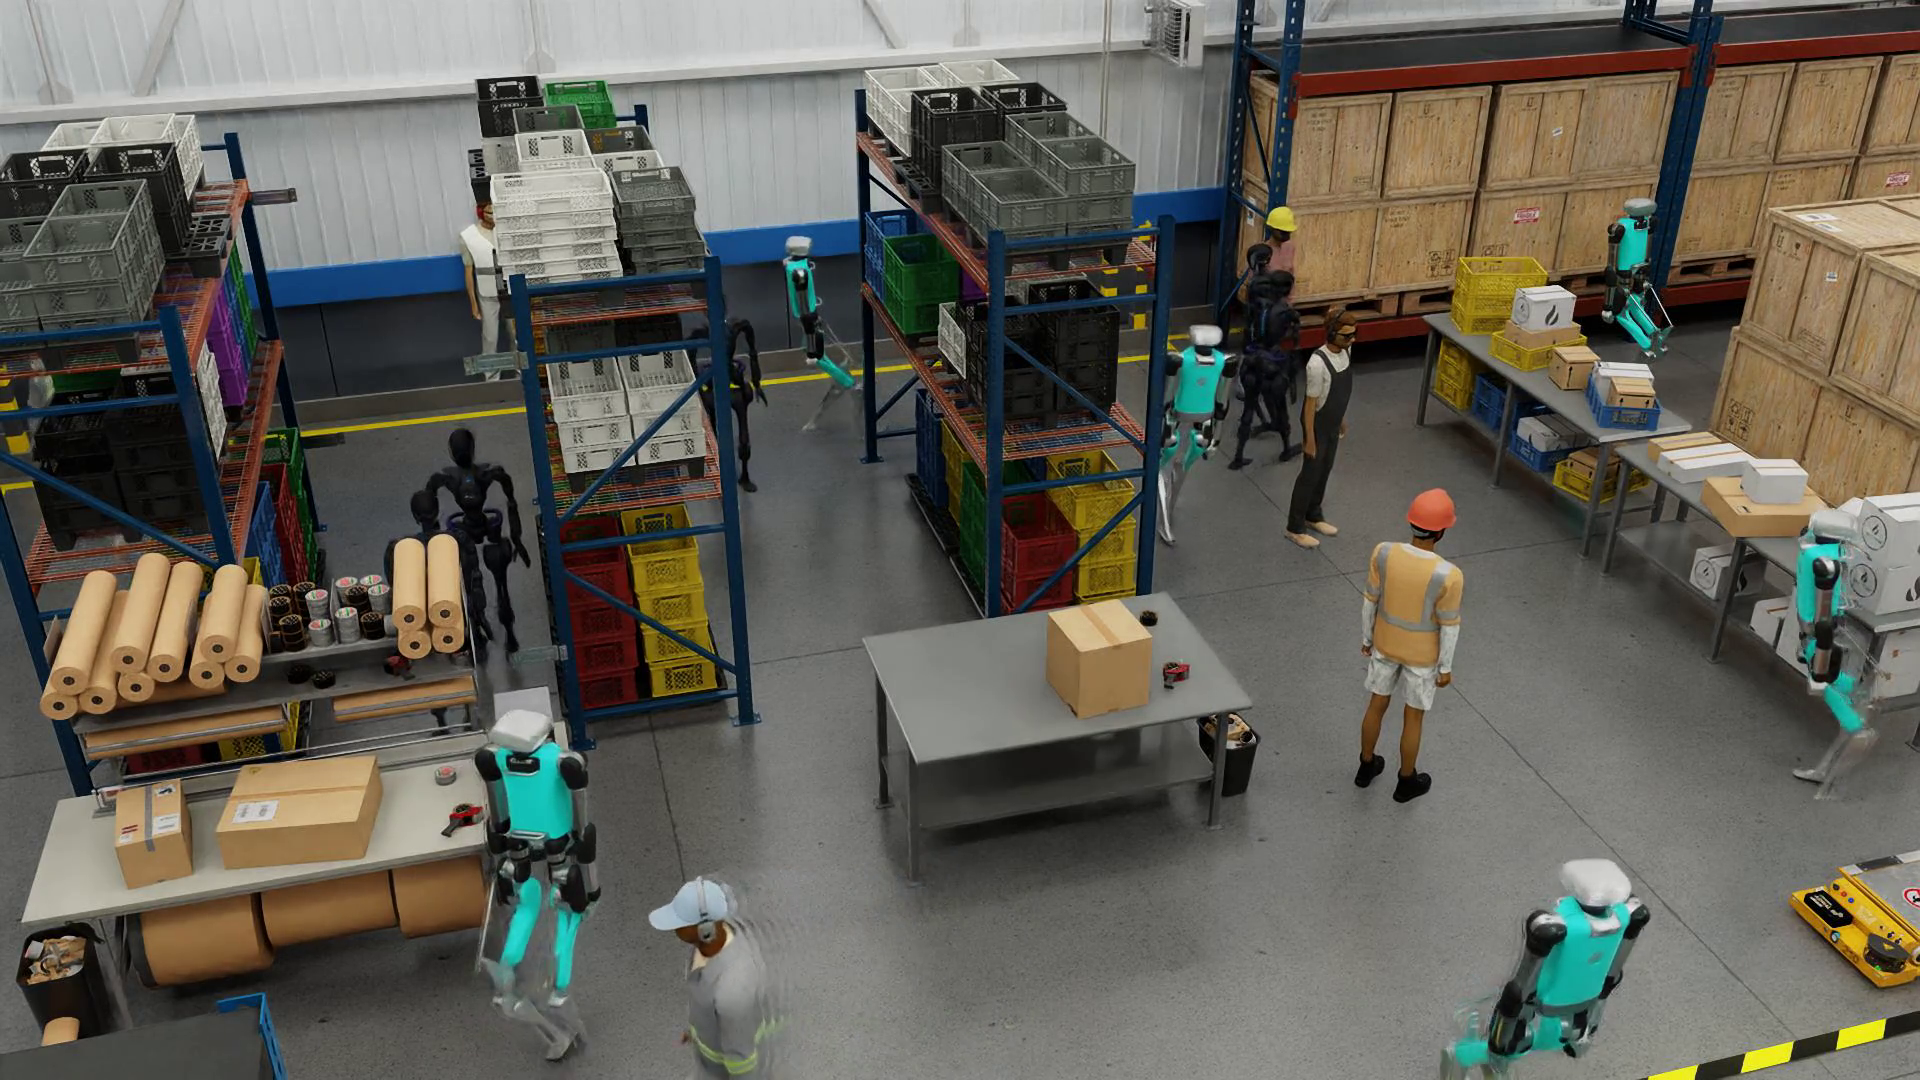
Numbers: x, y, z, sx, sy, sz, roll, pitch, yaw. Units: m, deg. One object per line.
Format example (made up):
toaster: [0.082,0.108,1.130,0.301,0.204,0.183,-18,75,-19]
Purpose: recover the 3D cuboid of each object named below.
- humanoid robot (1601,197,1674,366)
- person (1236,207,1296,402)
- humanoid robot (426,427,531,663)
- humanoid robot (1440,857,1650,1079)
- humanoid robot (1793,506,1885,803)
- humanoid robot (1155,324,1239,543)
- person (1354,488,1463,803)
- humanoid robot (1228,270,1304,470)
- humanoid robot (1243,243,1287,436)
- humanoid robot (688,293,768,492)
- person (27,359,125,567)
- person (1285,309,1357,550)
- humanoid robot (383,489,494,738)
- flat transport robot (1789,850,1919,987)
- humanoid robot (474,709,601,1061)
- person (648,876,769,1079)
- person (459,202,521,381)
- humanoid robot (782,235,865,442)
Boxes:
humanoid robot: [5.842,-2.042,14.212,0.533,1.677,0.735,-17,33,-28]
person: [2.662,-2.005,14.267,0.529,1.758,0.349,-21,35,-33]
humanoid robot: [-3.078,0.037,10.631,0.608,1.651,0.334,-8,30,-15]
humanoid robot: [2.389,1.983,7.104,0.576,1.833,0.738,-9,30,-16]
humanoid robot: [5.024,0.679,9.433,0.800,1.794,0.552,8,30,14]
humanoid robot: [1.618,-0.807,12.189,0.581,1.852,0.893,-3,29,-6]
person: [2.530,0.589,9.357,0.551,1.935,0.364,22,36,34]
humanoid robot: [2.460,-1.373,13.217,0.675,1.635,0.599,-22,36,-35]
humanoid robot: [2.525,-1.643,13.695,0.437,1.630,0.609,-1,29,-2]
humanoid robot: [-1.826,-1.216,12.940,0.595,1.632,0.654,-13,31,-22]
person: [-6.242,-0.689,11.830,0.671,1.791,0.852,0,29,0]
person: [2.629,-0.809,12.013,0.338,1.838,0.506,21,35,33]
humanoid robot: [-3.090,0.477,9.833,0.609,1.646,0.329,-12,31,-21]
flat transport robot: [5.163,1.916,8.676,1.431,0.231,0.659,-8,30,-14]
humanoid robot: [-1.964,1.716,7.597,0.569,1.856,0.743,6,29,11]
person: [-1.030,2.106,6.704,0.583,1.831,0.610,-8,30,-13]
person: [-3.994,-2.123,14.396,0.565,1.835,0.401,-21,35,-33]
humanoid robot: [-1.011,-1.626,13.658,0.822,1.812,0.531,-5,29,-9]
